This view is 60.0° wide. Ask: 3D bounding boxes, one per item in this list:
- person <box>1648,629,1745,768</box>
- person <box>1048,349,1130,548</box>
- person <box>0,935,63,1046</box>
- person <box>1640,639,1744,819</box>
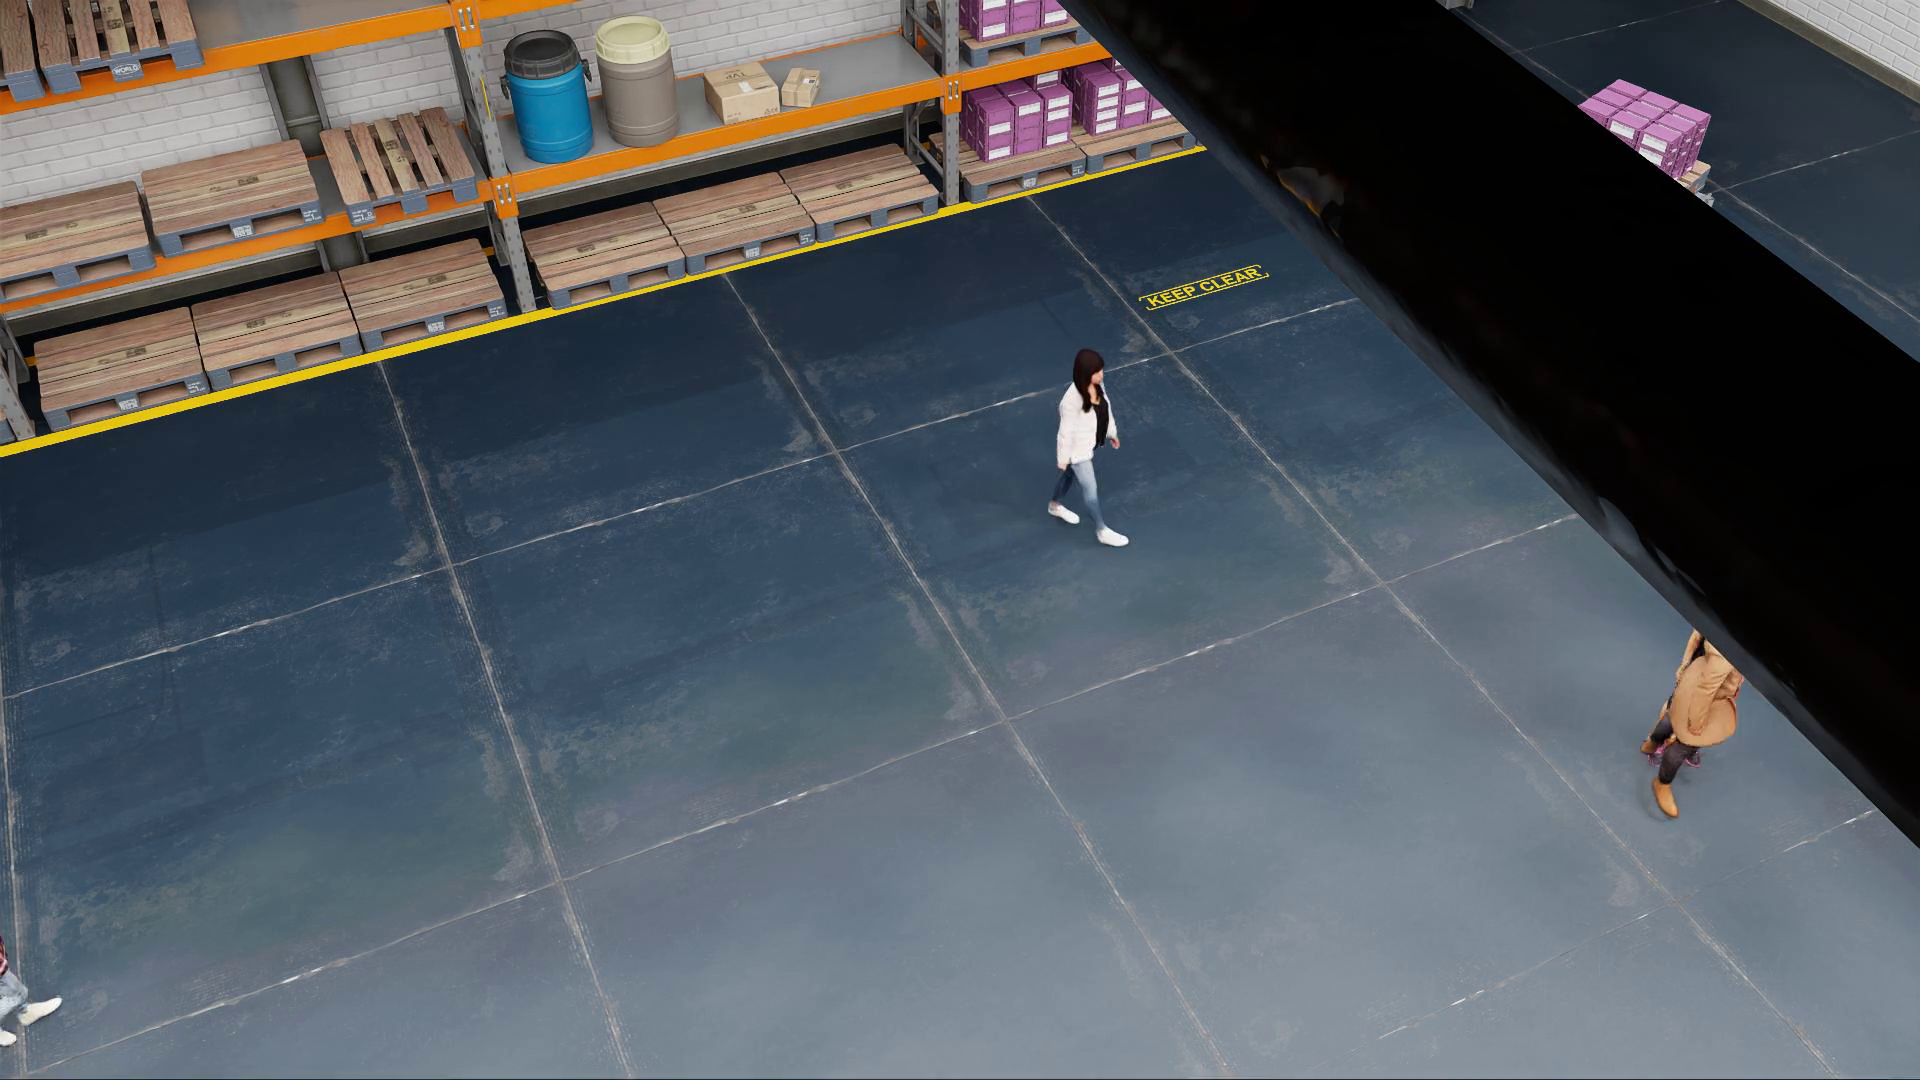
[{"bbox_3d":[4.617,0.738,10.176,0.614,1.729,0.720,1,44,1],"label":"person"},{"bbox_3d":[0.790,-0.716,11.788,0.998,1.611,0.983,20,47,19],"label":"person"},{"bbox_3d":[-5.284,2.274,8.874,0.698,1.300,0.598,-26,49,-25],"label":"person"},{"bbox_3d":[4.468,0.917,10.011,0.989,1.698,0.882,33,52,29],"label":"person"}]
